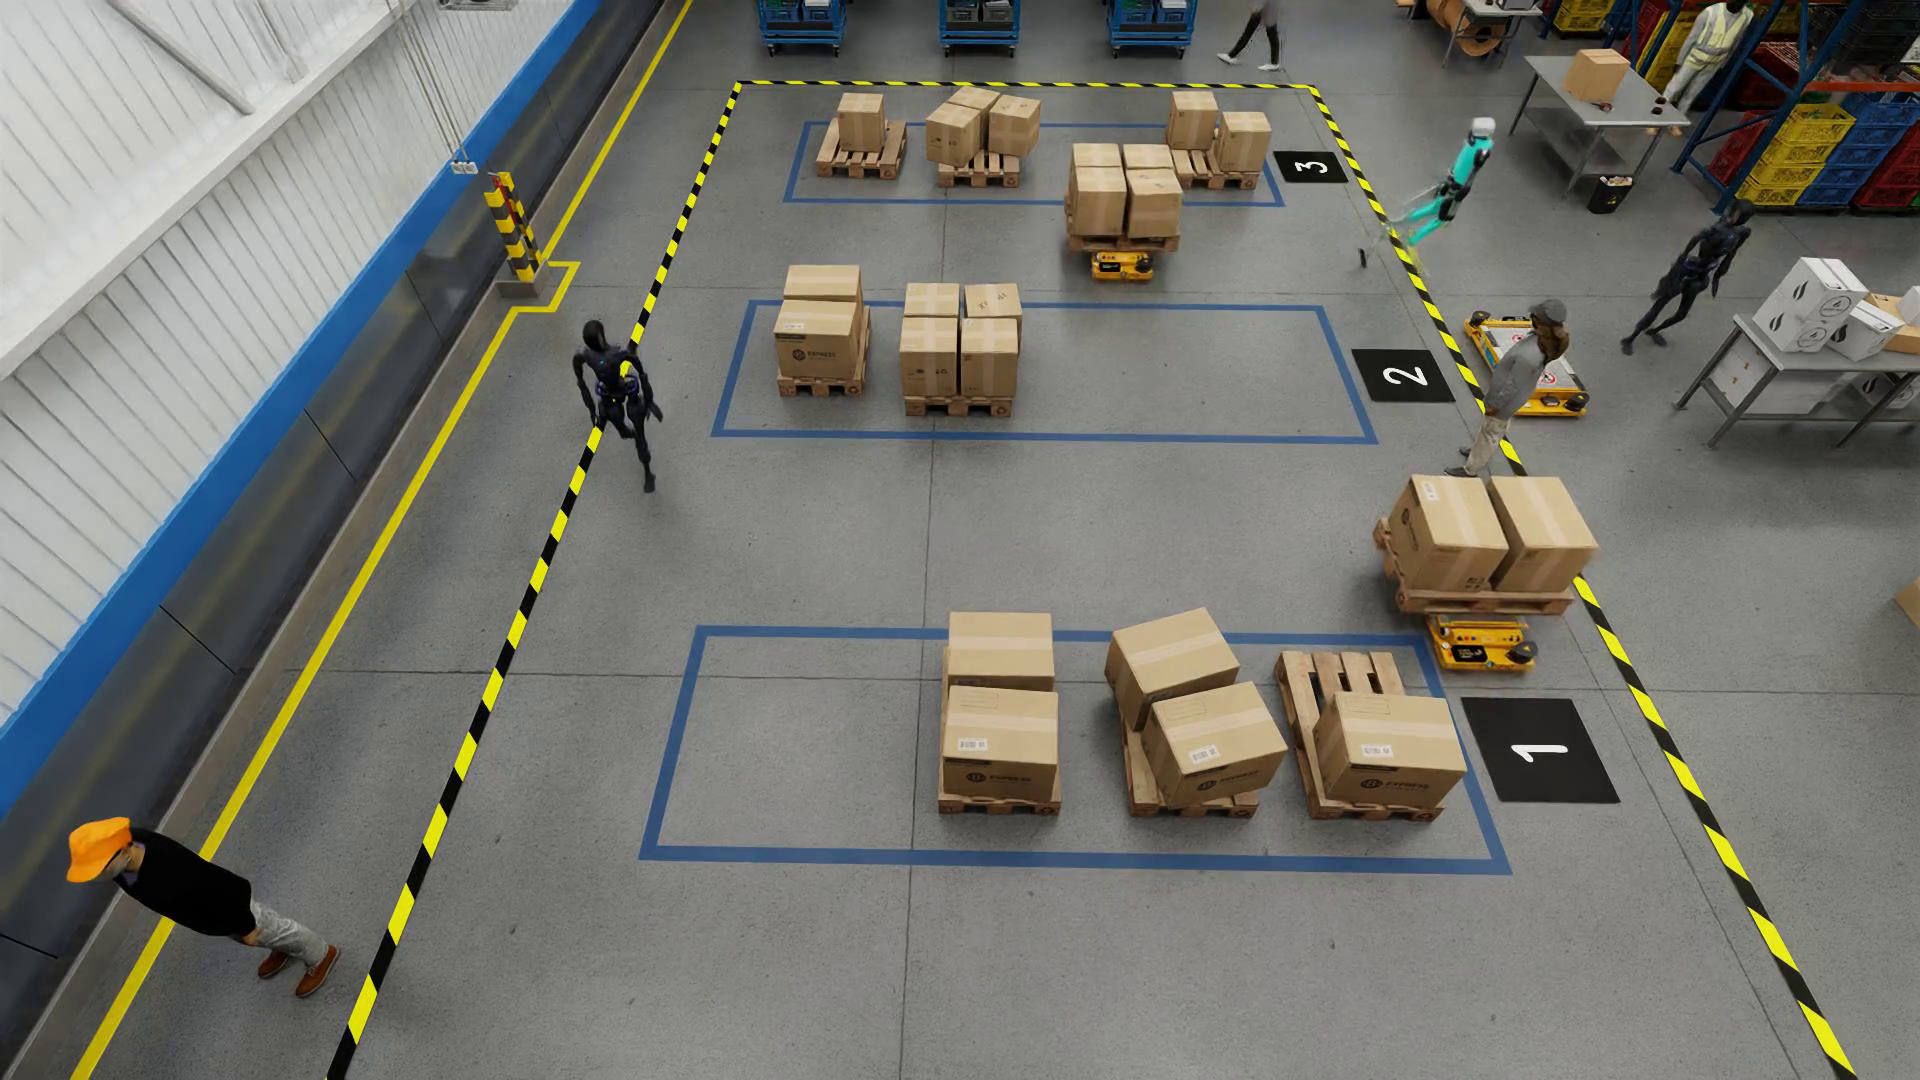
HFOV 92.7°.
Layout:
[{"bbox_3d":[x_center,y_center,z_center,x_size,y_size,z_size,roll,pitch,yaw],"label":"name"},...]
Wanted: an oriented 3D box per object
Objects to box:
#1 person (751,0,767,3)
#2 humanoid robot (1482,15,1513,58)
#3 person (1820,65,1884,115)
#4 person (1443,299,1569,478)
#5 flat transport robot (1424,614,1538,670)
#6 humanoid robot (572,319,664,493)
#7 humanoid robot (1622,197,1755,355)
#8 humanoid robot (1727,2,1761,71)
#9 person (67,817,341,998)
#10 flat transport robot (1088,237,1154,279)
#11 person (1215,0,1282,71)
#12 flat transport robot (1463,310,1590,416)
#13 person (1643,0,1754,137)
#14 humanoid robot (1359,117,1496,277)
[{"bbox_3d":[-3.374,-9.865,14.950,0.606,1.966,0.367,8,50,7],"label":"person"},{"bbox_3d":[8.176,-8.095,13.610,0.589,1.650,0.433,20,52,16],"label":"humanoid robot"},{"bbox_3d":[11.137,-5.671,11.414,0.602,1.819,0.640,1,49,1],"label":"person"},{"bbox_3d":[4.547,-1.211,7.589,0.397,1.766,0.570,34,57,26],"label":"person"},{"bbox_3d":[3.924,0.363,7.200,0.652,0.197,1.431,1,49,1],"label":"flat transport robot"},{"bbox_3d":[-2.826,-1.204,7.669,0.607,1.630,0.737,-7,49,-6],"label":"humanoid robot"},{"bbox_3d":[7.003,-2.537,8.795,0.603,1.642,0.385,-3,49,-3],"label":"humanoid robot"},{"bbox_3d":[11.423,-7.727,13.273,0.531,1.798,0.812,0,49,0],"label":"humanoid robot"},{"bbox_3d":[-3.919,1.924,4.800,0.590,1.883,0.351,18,52,15],"label":"person"},{"bbox_3d":[1.811,-3.488,10.534,0.652,0.197,1.431,1,49,1],"label":"flat transport robot"},{"bbox_3d":[4.351,-7.712,13.199,0.988,1.795,0.586,2,49,2],"label":"person"},{"bbox_3d":[5.573,-1.757,9.054,0.659,0.231,1.431,1,49,1],"label":"flat transport robot"},{"bbox_3d":[9.557,-6.156,11.821,0.631,1.841,0.429,7,50,6],"label":"person"},{"bbox_3d":[4.841,-3.579,9.674,0.955,1.763,0.544,8,50,7],"label":"humanoid robot"}]
